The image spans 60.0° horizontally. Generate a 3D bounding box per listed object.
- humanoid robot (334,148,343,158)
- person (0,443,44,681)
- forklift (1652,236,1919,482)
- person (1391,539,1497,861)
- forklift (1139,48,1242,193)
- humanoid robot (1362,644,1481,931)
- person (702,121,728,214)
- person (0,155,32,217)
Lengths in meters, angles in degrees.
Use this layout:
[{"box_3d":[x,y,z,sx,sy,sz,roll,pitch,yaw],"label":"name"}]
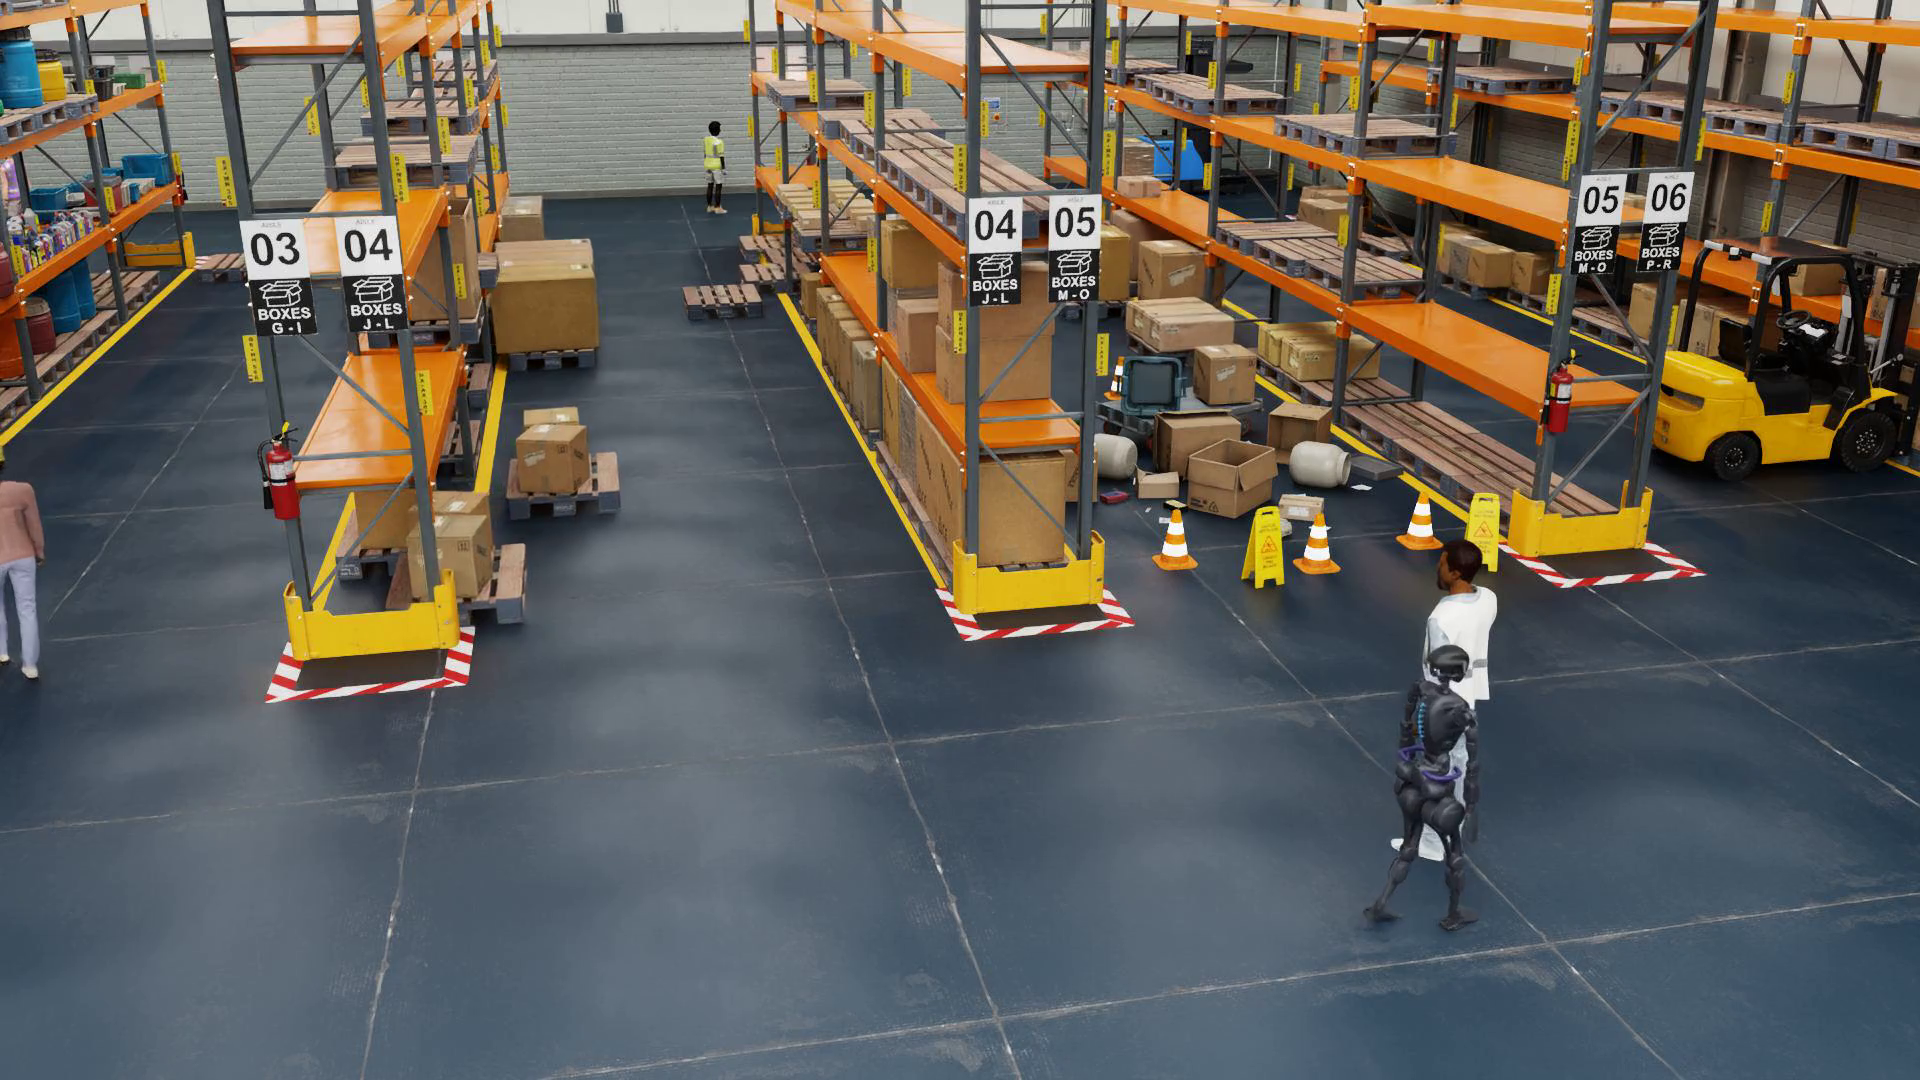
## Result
[{"box_3d":[-10.164,-5.611,27.327,0.663,1.639,0.605,7,21,18],"label":"humanoid robot"},{"box_3d":[-6.796,0.105,11.806,0.534,1.728,0.784,-14,25,-33],"label":"person"},{"box_3d":[8.013,-1.814,16.330,2.313,2.155,1.214,-4,21,-12],"label":"forklift"},{"box_3d":[2.768,0.902,9.404,0.393,1.922,0.590,17,27,39],"label":"person"},{"box_3d":[4.566,-8.313,32.860,1.873,2.768,1.129,-4,21,-12],"label":"forklift"},{"box_3d":[2.477,1.291,8.747,0.599,1.657,0.607,-9,22,-23],"label":"humanoid robot"},{"box_3d":[-4.512,-6.850,30.605,0.541,1.685,0.319,16,26,37],"label":"person"},{"box_3d":[-15.367,-5.564,27.150,0.348,1.688,0.491,10,23,26],"label":"person"}]
